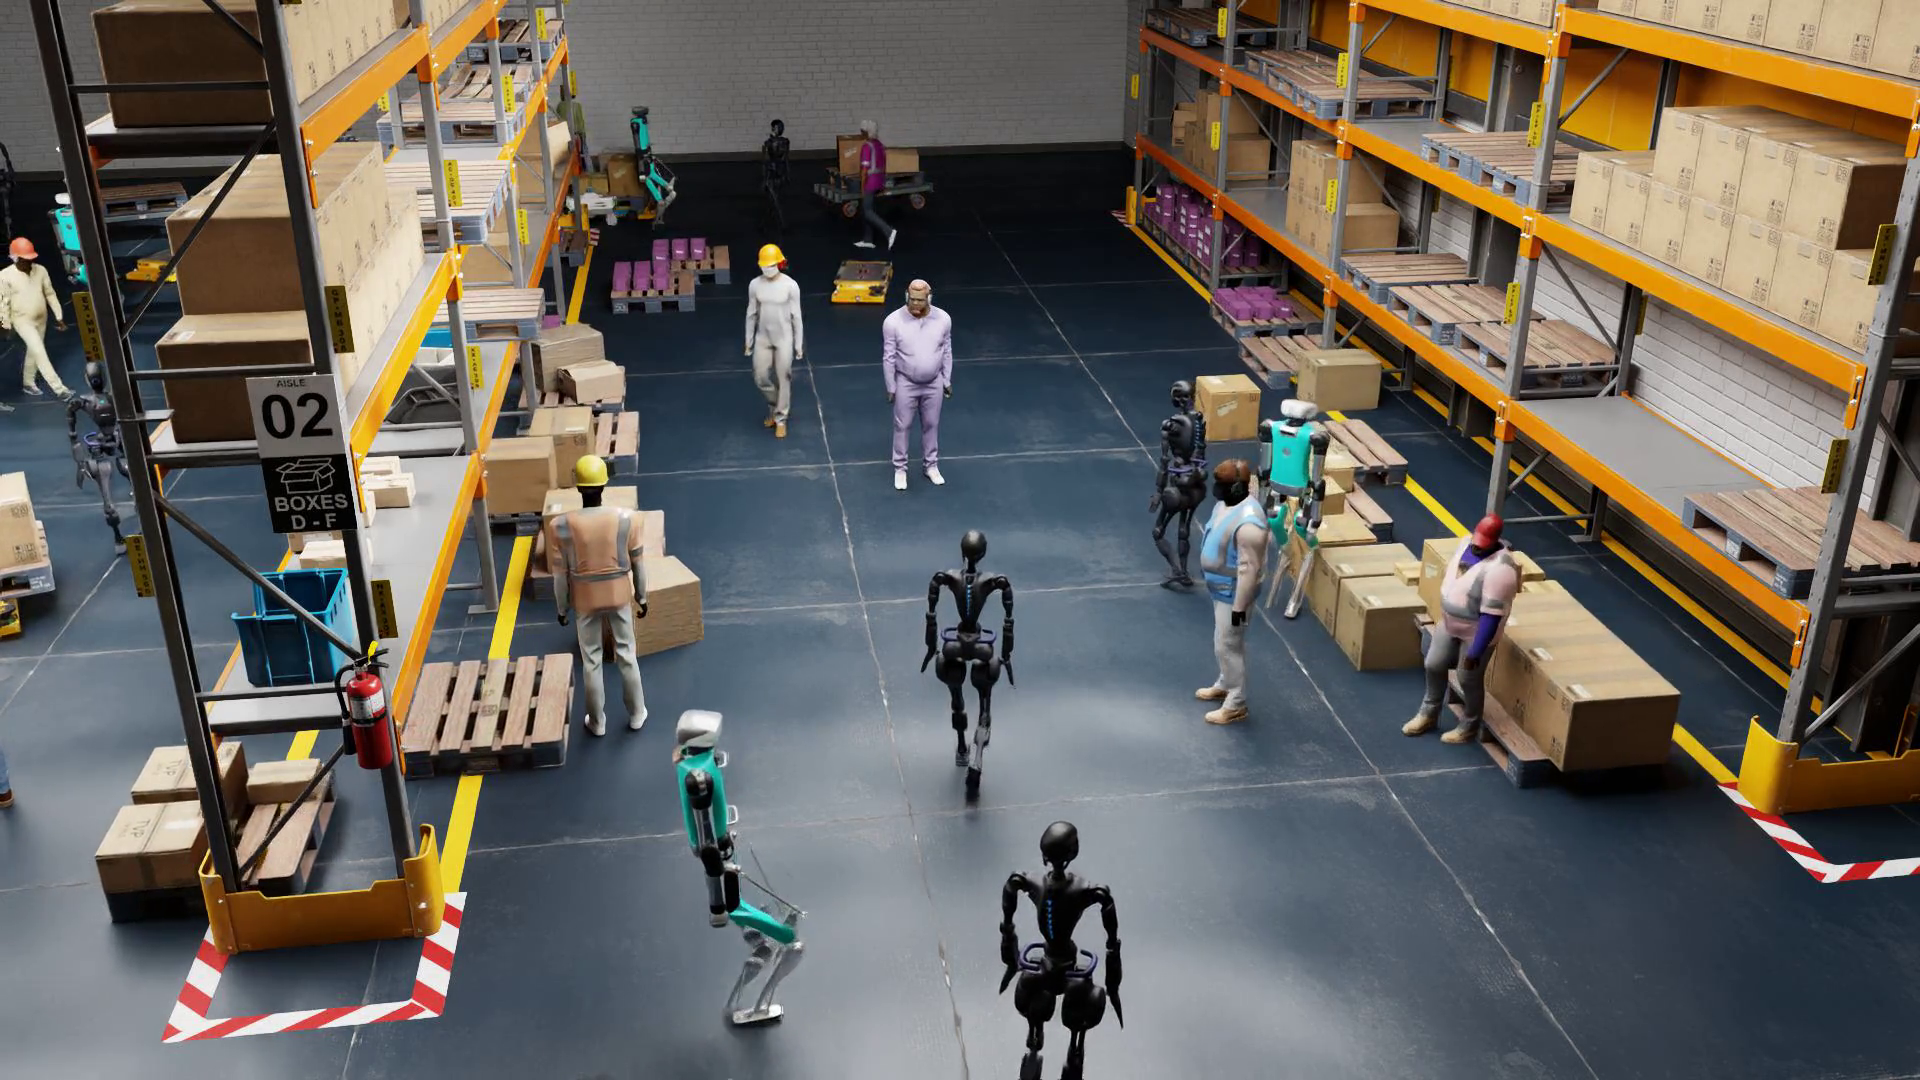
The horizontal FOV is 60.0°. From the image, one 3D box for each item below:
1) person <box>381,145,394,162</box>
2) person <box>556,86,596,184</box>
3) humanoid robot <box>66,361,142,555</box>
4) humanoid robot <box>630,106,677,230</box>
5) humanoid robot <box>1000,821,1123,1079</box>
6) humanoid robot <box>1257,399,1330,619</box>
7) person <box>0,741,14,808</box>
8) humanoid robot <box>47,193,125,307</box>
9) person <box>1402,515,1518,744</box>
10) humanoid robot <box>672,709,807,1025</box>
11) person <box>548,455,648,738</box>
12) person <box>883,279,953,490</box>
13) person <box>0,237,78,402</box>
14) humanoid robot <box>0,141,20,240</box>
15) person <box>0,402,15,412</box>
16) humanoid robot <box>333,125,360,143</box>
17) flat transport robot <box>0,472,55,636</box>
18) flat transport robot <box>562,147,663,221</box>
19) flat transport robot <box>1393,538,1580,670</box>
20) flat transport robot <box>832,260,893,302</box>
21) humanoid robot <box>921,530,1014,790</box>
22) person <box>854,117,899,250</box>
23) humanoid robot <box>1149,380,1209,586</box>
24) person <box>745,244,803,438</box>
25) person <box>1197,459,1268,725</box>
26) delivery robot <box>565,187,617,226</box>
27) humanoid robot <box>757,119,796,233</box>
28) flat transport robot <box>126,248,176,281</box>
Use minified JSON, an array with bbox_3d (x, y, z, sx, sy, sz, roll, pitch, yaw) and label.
[{"bbox_3d":[-7.808,-4.950,23.134,0.596,1.723,0.396,12,26,25],"label":"person"},{"bbox_3d":[-6.202,-6.550,26.926,0.601,1.607,0.375,11,26,24],"label":"person"},{"bbox_3d":[-6.890,-0.693,13.515,0.612,1.634,0.464,-16,28,-32],"label":"humanoid robot"},{"bbox_3d":[-4.379,-5.341,24.096,0.677,1.856,0.541,2,24,4],"label":"humanoid robot"},{"bbox_3d":[0.429,1.995,7.384,0.591,1.638,0.471,8,25,17],"label":"humanoid robot"},{"bbox_3d":[2.537,-0.223,12.402,0.543,1.829,0.695,17,29,34],"label":"humanoid robot"},{"bbox_3d":[-6.064,0.757,9.812,0.388,1.991,0.610,19,30,37],"label":"person"},{"bbox_3d":[-9.823,-3.134,18.897,0.530,1.718,0.704,3,24,6],"label":"humanoid robot"},{"bbox_3d":[3.202,0.569,10.600,0.563,1.704,0.673,-9,25,-19],"label":"person"},{"bbox_3d":[-1.014,1.650,8.140,0.720,1.827,0.547,-5,24,-10],"label":"humanoid robot"},{"bbox_3d":[-2.327,0.367,10.781,0.592,1.924,0.381,-7,25,-16],"label":"person"},{"bbox_3d":[-0.359,-1.386,14.804,0.640,1.905,0.402,-7,25,-16],"label":"person"},{"bbox_3d":[-9.478,-2.260,17.045,0.931,1.686,0.569,10,25,21],"label":"person"},{"bbox_3d":[-13.699,-5.086,23.579,0.601,1.624,0.792,-11,26,-24],"label":"humanoid robot"},{"bbox_3d":[-9.861,-2.151,16.498,0.432,1.944,0.488,6,24,13],"label":"person"},{"bbox_3d":[-8.820,-5.271,24.010,0.600,1.653,0.748,12,26,25],"label":"humanoid robot"},{"bbox_3d":[-7.589,0.429,12.701,0.659,0.231,1.431,-13,27,-27],"label":"flat transport robot"},{"bbox_3d":[-5.221,-4.989,25.044,1.431,0.231,0.659,-1,24,-2],"label":"flat transport robot"},{"bbox_3d":[3.754,0.683,12.122,0.659,0.231,1.431,-3,24,-7],"label":"flat transport robot"},{"bbox_3d":[-1.234,-3.298,21.191,0.659,0.231,1.431,1,24,2],"label":"flat transport robot"},{"bbox_3d":[0.034,0.735,10.280,0.589,1.637,0.615,2,24,4],"label":"humanoid robot"},{"bbox_3d":[-1.173,-4.888,22.885,0.680,1.829,0.516,9,25,20],"label":"person"},{"bbox_3d":[1.734,-0.431,12.916,0.373,1.635,0.616,21,31,40],"label":"humanoid robot"},{"bbox_3d":[-1.796,-1.933,16.076,0.571,1.888,0.456,3,24,8],"label":"person"},{"bbox_3d":[1.791,0.327,10.995,0.431,1.831,0.630,-2,24,-5],"label":"person"},{"bbox_3d":[-5.451,-4.903,24.486,0.782,0.589,0.499,-6,24,-14],"label":"delivery robot"},{"bbox_3d":[-2.650,-5.214,23.854,0.711,1.623,0.589,17,29,34],"label":"humanoid robot"},{"bbox_3d":[-10.362,-3.711,22.131,0.659,0.231,1.431,4,24,10],"label":"flat transport robot"}]
